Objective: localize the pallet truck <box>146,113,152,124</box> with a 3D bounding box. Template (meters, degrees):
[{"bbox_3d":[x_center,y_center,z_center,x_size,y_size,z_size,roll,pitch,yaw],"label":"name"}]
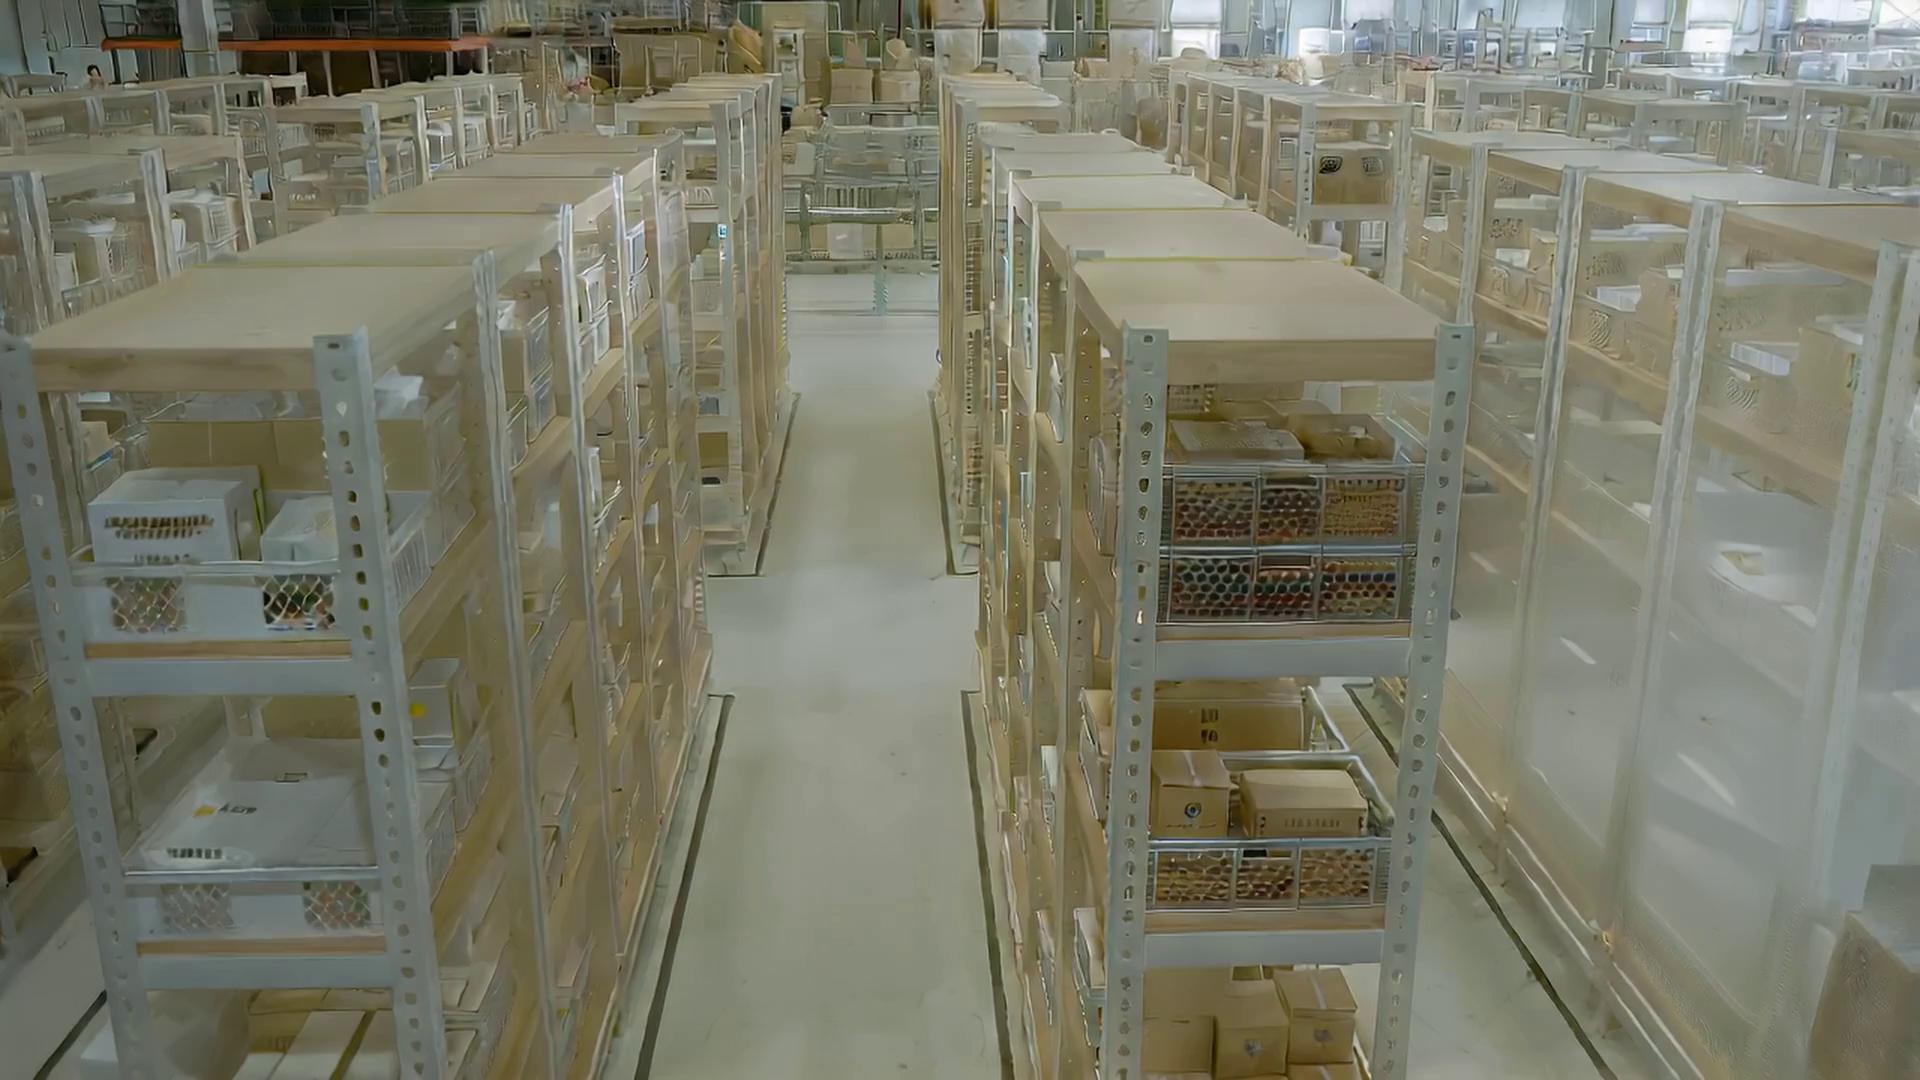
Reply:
[{"bbox_3d":[-18.087,-8.309,36.390,1.885,1.965,0.823,-1,18,-4],"label":"pallet truck"}]

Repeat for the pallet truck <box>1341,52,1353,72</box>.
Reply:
[{"bbox_3d":[18.794,-23.123,82.231,0.823,1.965,1.885,-13,22,-35],"label":"pallet truck"}]

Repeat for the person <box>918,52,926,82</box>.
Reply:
[{"bbox_3d":[-2.040,-25.678,90.558,0.483,1.734,0.441,-9,20,-25],"label":"person"}]

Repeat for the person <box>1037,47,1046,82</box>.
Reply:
[{"bbox_3d":[4.624,-26.904,94.048,0.386,1.922,0.594,-17,24,-42],"label":"person"}]

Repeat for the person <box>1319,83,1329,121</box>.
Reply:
[{"bbox_3d":[12.380,-14.671,56.574,0.538,1.690,0.319,9,20,25],"label":"person"}]

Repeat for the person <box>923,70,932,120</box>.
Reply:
[{"bbox_3d":[-1.235,-16.859,63.064,0.328,1.865,0.521,-3,18,-9],"label":"person"}]

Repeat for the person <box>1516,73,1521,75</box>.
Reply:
[{"bbox_3d":[19.834,-15.660,59.274,0.440,1.908,0.613,-12,22,-34],"label":"person"}]

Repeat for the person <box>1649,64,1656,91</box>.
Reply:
[{"bbox_3d":[30.761,-20.404,74.018,0.577,1.877,0.349,-7,19,-21],"label":"person"}]

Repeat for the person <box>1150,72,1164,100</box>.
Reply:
[{"bbox_3d":[7.534,-17.011,63.689,0.522,1.769,0.312,-1,18,-4],"label":"person"}]

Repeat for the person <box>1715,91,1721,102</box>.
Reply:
[{"bbox_3d":[27.041,-15.541,58.836,0.634,1.949,0.821,11,21,30],"label":"person"}]

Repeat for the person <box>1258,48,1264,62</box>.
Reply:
[{"bbox_3d":[16.330,-25.723,90.374,0.357,1.938,0.542,0,18,0],"label":"person"}]

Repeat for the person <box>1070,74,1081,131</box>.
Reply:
[{"bbox_3d":[3.990,-15.204,57.861,0.391,1.918,0.719,6,19,18],"label":"person"}]

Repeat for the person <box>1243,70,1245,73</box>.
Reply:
[{"bbox_3d":[10.290,-16.275,61.148,0.375,1.930,0.542,10,21,29],"label":"person"}]

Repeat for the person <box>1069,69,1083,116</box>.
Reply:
[{"bbox_3d":[4.407,-17.244,64.273,0.643,1.852,0.525,-2,18,-5],"label":"person"}]

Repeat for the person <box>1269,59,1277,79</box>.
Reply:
[{"bbox_3d":[15.124,-22.393,80.473,0.532,1.689,0.321,-14,23,-37],"label":"person"}]

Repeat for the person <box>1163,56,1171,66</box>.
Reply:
[{"bbox_3d":[10.043,-22.437,80.374,0.651,1.829,0.445,-10,20,-28],"label":"person"}]

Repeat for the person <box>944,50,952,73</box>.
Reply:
[{"bbox_3d":[-0.745,-26.014,91.476,0.619,1.813,0.650,-1,18,-4],"label":"person"}]

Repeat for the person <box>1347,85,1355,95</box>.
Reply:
[{"bbox_3d":[13.480,-14.825,57.229,0.847,1.607,0.517,0,18,0],"label":"person"}]

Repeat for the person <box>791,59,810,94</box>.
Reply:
[{"bbox_3d":[-7.869,-22.788,81.469,0.970,1.835,0.591,-10,21,-29],"label":"person"}]

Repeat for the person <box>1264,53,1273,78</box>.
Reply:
[{"bbox_3d":[15.439,-23.213,82.667,0.942,1.912,0.629,-7,19,-21],"label":"person"}]

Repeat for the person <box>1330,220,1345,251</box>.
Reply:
[{"bbox_3d":[4.854,-3.393,21.359,1.034,1.886,0.613,10,20,28],"label":"person"}]

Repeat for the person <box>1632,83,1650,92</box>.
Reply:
[{"bbox_3d":[23.891,-15.407,58.286,0.535,2.000,0.682,-8,20,-24],"label":"person"}]

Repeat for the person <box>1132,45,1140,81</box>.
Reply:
[{"bbox_3d":[10.054,-27.247,95.001,0.392,1.991,0.612,-6,19,-18],"label":"person"}]

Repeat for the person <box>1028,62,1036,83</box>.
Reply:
[{"bbox_3d":[3.136,-20.060,73.027,0.430,1.832,0.507,-10,20,-27],"label":"person"}]

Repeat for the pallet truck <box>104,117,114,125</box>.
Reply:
[{"bbox_3d":[-18.367,-7.885,35.078,1.885,1.965,0.823,1,18,2],"label":"pallet truck"}]

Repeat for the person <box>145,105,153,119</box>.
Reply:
[{"bbox_3d":[-19.920,-9.766,40.906,0.637,1.987,0.921,-7,19,-22],"label":"person"}]

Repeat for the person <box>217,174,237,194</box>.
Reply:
[{"bbox_3d":[-16.043,-8.248,36.348,0.406,1.904,0.654,12,22,34],"label":"person"}]

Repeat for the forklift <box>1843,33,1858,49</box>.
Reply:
[{"bbox_3d":[44.508,-23.936,83.335,1.873,2.768,1.129,-2,18,-7],"label":"forklift"}]
